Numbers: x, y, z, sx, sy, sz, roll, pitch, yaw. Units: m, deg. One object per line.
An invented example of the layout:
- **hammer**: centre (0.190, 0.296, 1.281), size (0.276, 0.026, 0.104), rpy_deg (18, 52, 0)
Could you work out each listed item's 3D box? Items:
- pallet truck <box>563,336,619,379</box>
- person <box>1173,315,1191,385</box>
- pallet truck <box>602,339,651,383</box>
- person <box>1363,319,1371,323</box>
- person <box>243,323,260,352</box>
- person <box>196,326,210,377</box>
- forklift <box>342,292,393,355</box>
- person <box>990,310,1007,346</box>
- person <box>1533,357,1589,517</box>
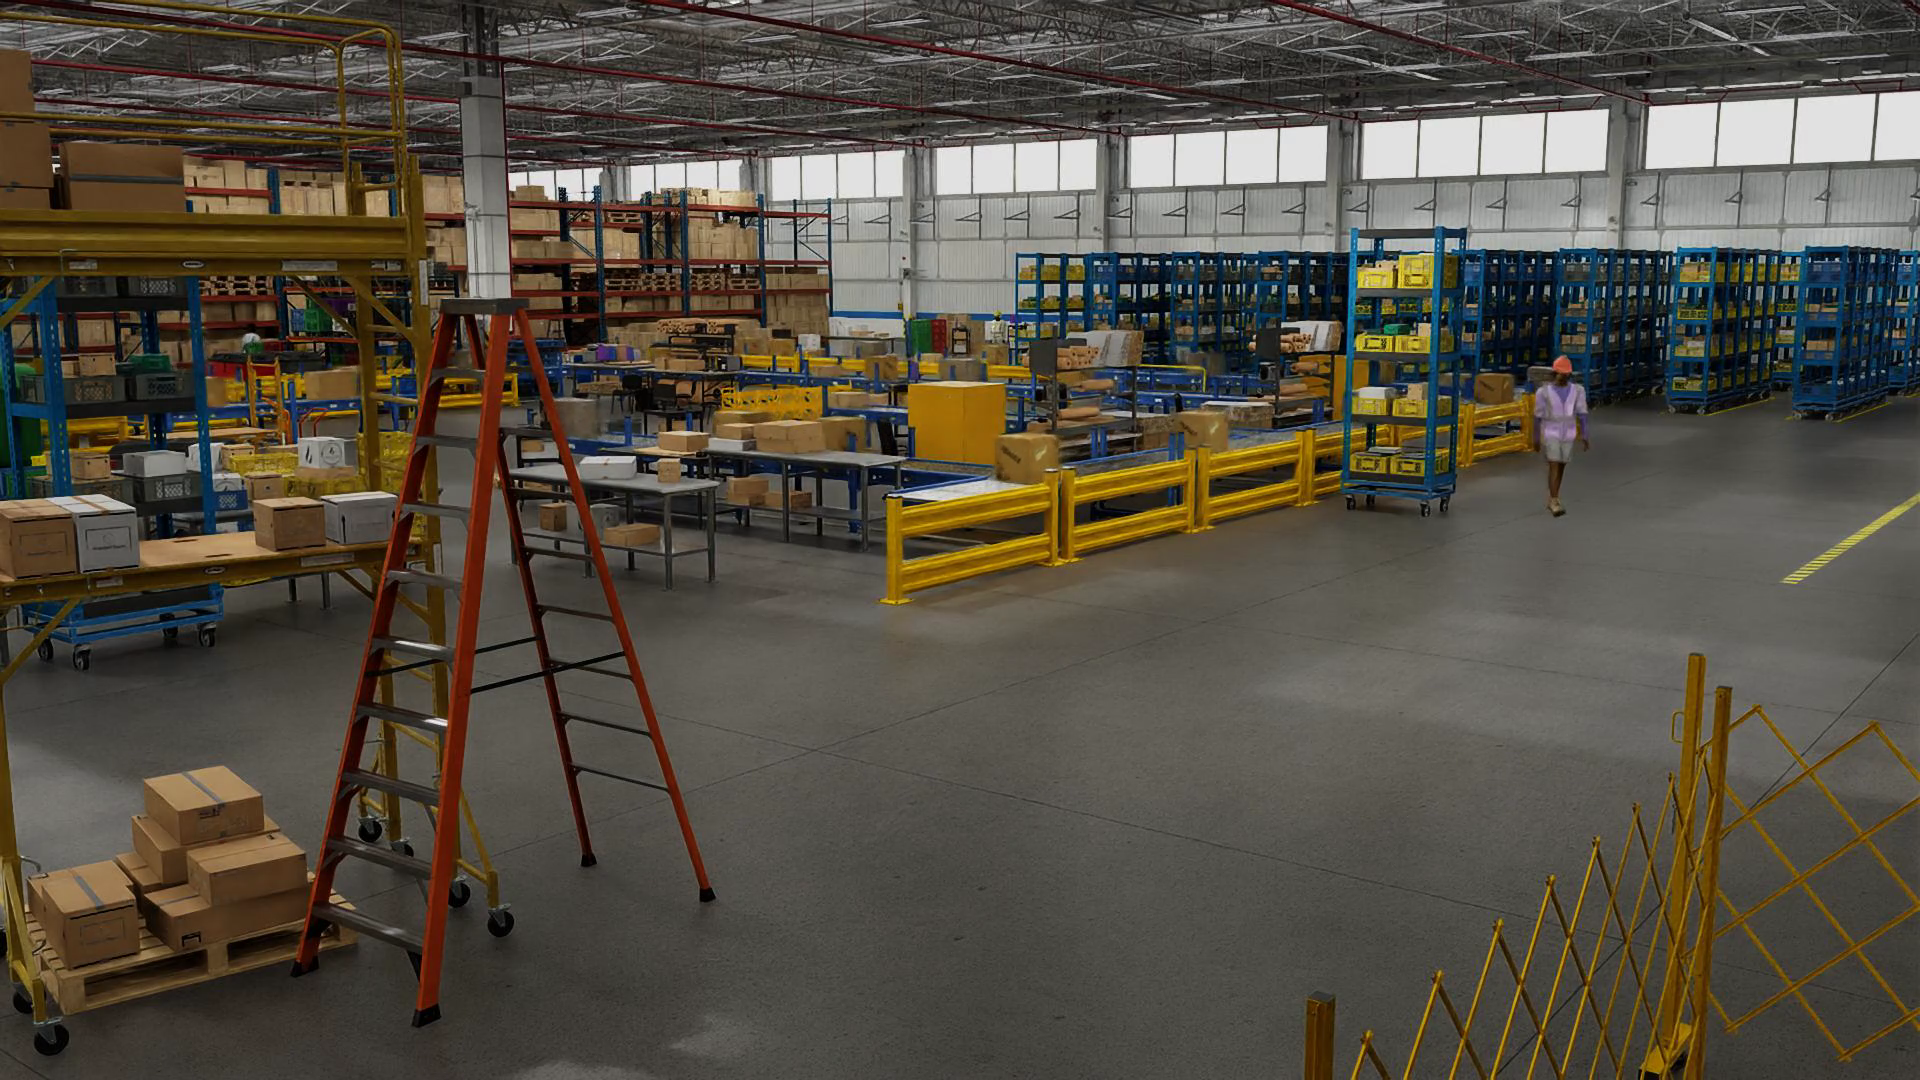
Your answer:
- **pallet truck**: centre (-10.690, -5.294, 48.215), size (1.601, 1.201, 0.680), rpy_deg (-5, 10, -26)
- **person**: centre (6.074, -5.182, 45.309), size (0.649, 1.935, 0.433), rpy_deg (5, 10, 28)
- **pallet truck**: centre (-8.991, -4.871, 45.351), size (0.653, 1.274, 1.630), rpy_deg (7, 11, 37)
- **person**: centre (11.884, -5.658, 48.741), size (0.581, 1.777, 0.995), rpy_deg (-8, 12, -42)
- **person**: centre (-19.379, -5.122, 45.763), size (0.539, 1.663, 0.798), rpy_deg (5, 10, 27)
- **person**: centre (-18.550, -4.360, 40.728), size (0.547, 1.752, 0.436), rpy_deg (8, 12, 42)
- **forklift**: centre (-16.485, -5.622, 45.120), size (1.129, 2.768, 1.873), rpy_deg (7, 11, 37)
- **person**: centre (1.231, -6.620, 54.610), size (0.589, 1.833, 0.404), rpy_deg (6, 11, 32)
- **person**: centre (7.557, -1.301, 20.941), size (0.617, 1.990, 1.041), rpy_deg (0, 9, 2)
